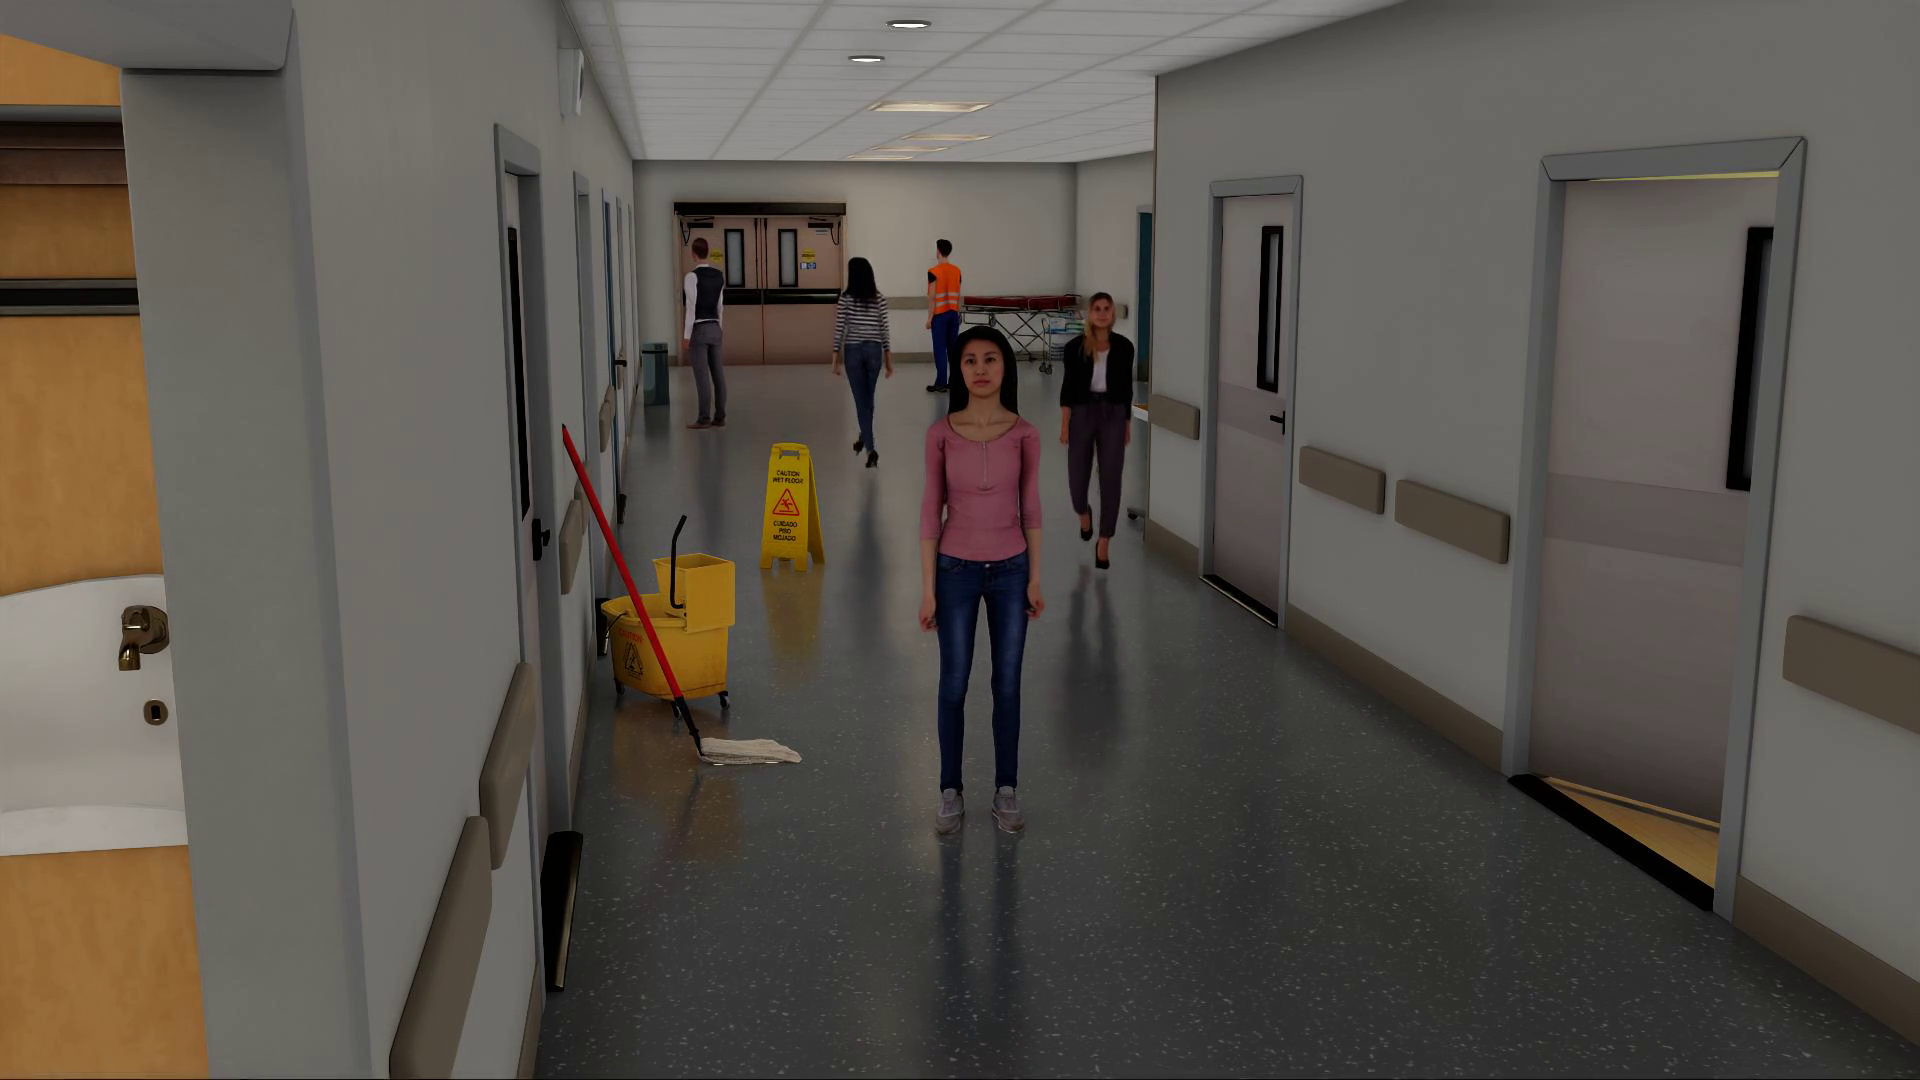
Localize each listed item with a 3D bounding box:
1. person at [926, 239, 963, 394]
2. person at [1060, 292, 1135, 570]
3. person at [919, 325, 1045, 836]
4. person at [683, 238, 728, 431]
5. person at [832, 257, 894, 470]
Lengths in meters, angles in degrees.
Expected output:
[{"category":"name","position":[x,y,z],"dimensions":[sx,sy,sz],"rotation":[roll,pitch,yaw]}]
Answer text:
[{"category":"person","position":[-0.189,-2.801,20.771],"dimensions":[0.778,1.888,0.797],"rotation":[-9,14,-39]},{"category":"person","position":[0.821,-0.303,10.264],"dimensions":[0.723,0.898,1.048],"rotation":[0,11,1]},{"category":"person","position":[0.079,0.131,5.714],"dimensions":[0.602,1.742,0.539],"rotation":[-1,11,-3]},{"category":"person","position":[-2.600,-2.111,16.987],"dimensions":[0.783,1.943,0.743],"rotation":[9,14,39]},{"category":"person","position":[-0.794,-1.467,14.039],"dimensions":[0.770,1.760,1.092],"rotation":[-4,12,-21]}]
